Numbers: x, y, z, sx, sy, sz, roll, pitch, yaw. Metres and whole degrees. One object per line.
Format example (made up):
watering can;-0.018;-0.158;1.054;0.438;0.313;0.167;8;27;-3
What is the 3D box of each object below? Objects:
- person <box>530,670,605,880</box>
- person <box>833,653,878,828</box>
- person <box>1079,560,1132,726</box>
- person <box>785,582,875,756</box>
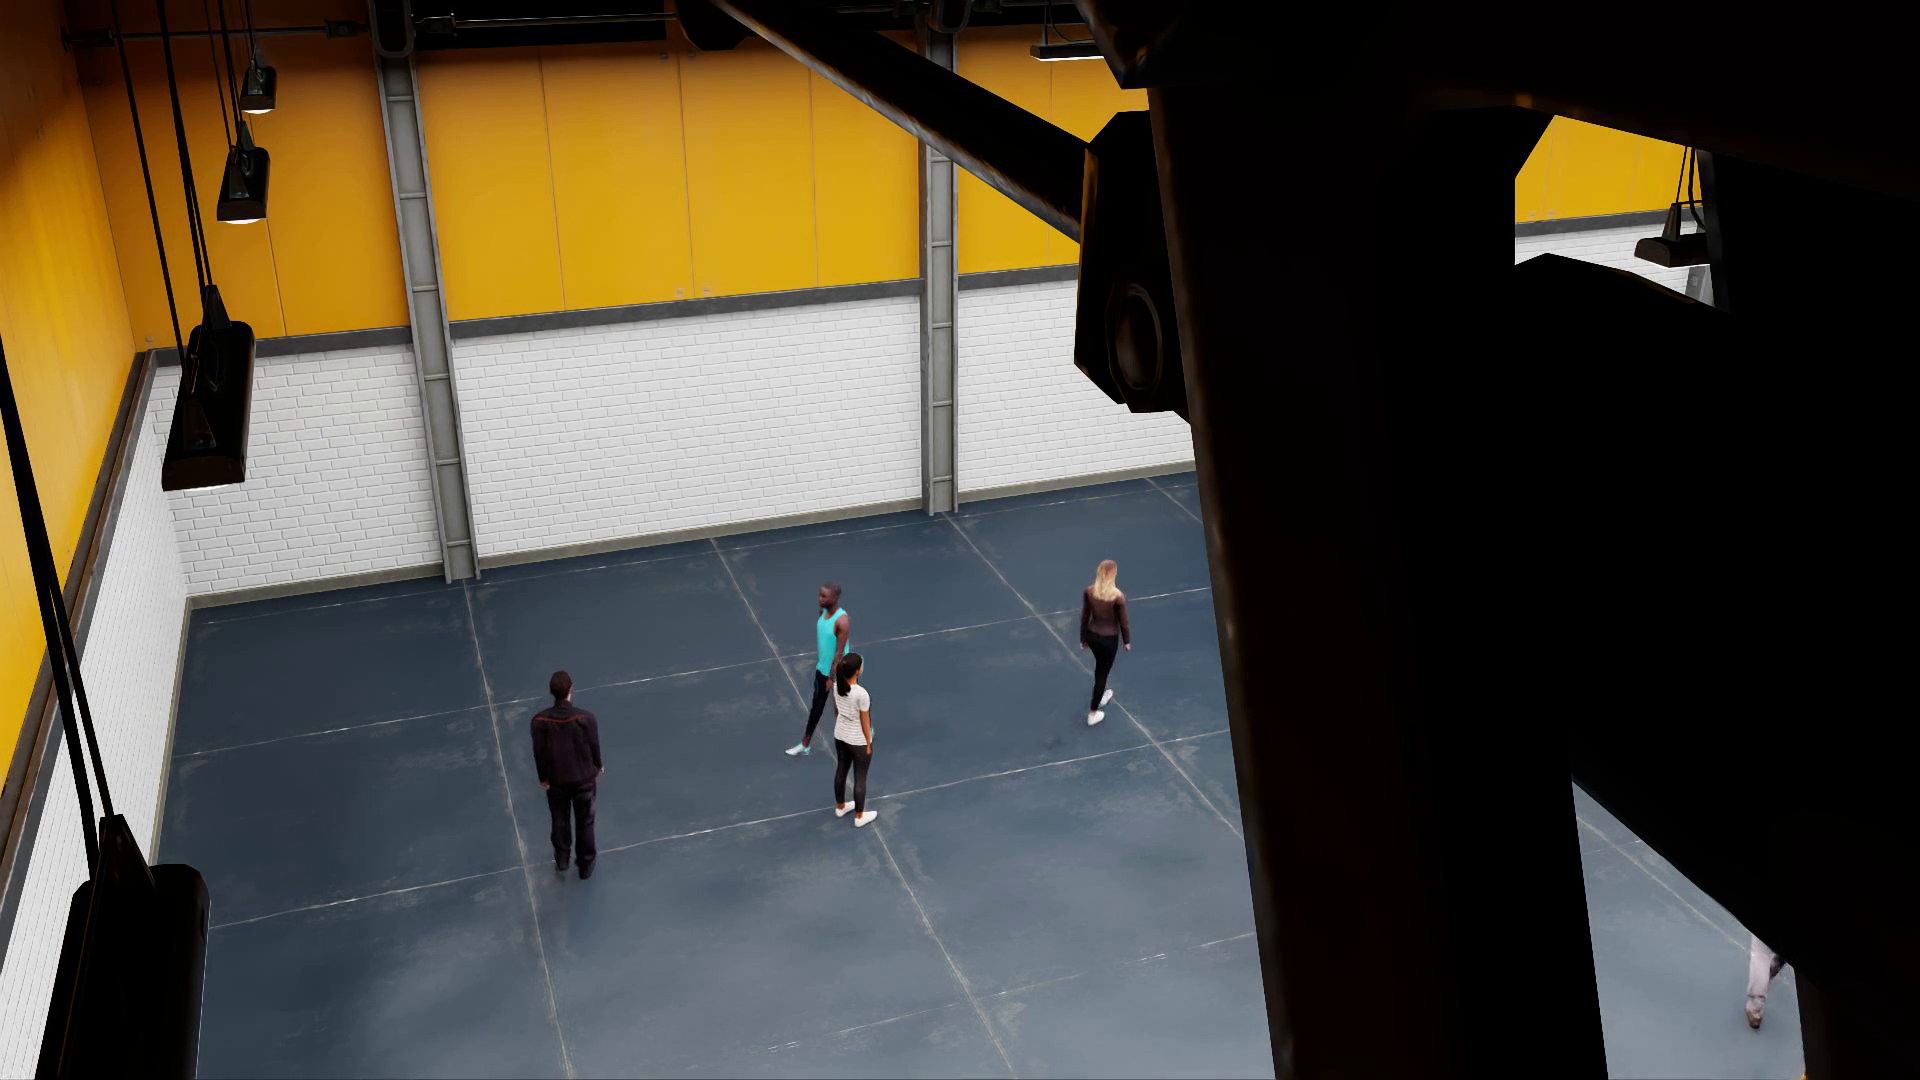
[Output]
person;-3.224;1.992;13.760;0.690;1.899;0.830;-1;24;-2
person;-0.952;1.743;14.651;0.635;1.642;0.649;19;30;37
person;1.350;1.032;16.235;0.873;1.676;0.982;17;29;34
person;-1.081;1.216;15.700;1.247;1.767;0.871;-18;29;-35
